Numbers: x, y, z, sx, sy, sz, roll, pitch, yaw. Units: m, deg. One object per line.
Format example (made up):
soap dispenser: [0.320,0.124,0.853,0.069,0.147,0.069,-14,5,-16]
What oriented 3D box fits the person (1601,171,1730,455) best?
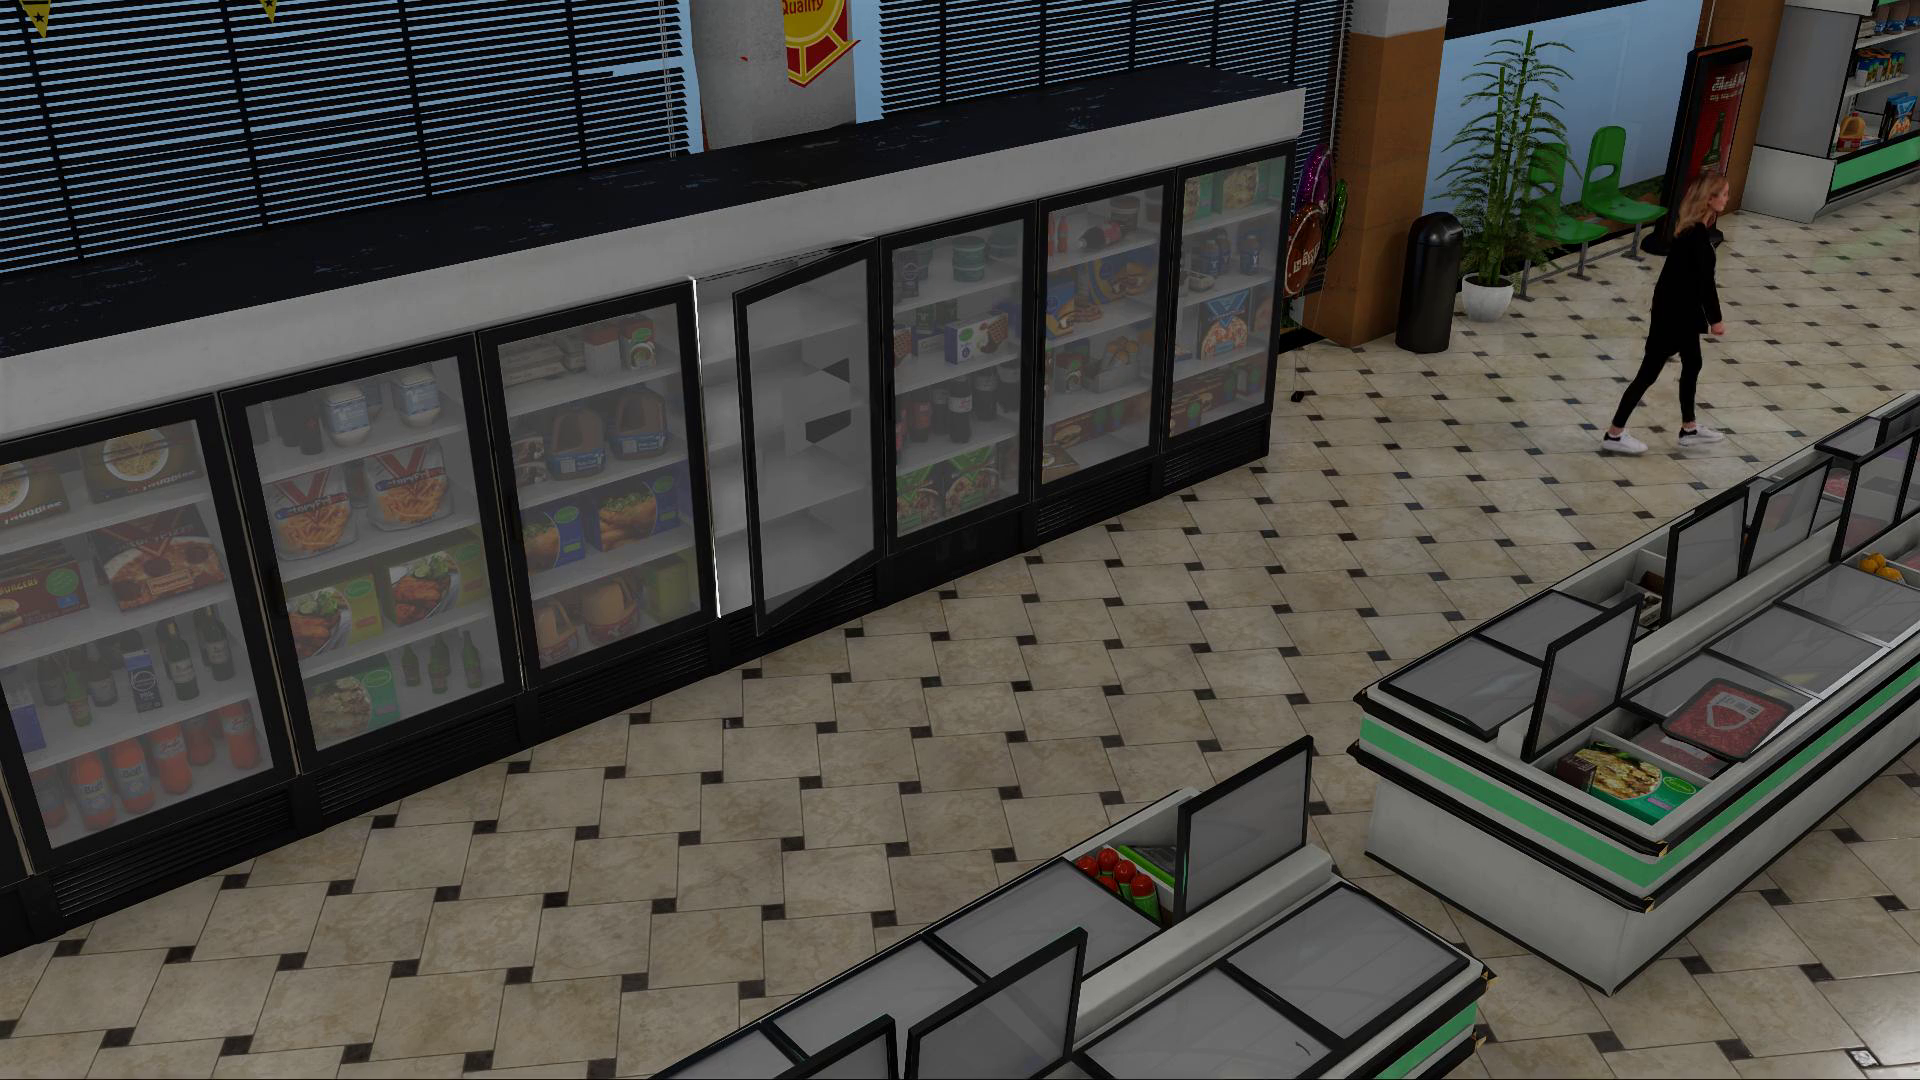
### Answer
person: [4.258,-1.351,10.176,1.009,1.769,1.017,8,28,16]
